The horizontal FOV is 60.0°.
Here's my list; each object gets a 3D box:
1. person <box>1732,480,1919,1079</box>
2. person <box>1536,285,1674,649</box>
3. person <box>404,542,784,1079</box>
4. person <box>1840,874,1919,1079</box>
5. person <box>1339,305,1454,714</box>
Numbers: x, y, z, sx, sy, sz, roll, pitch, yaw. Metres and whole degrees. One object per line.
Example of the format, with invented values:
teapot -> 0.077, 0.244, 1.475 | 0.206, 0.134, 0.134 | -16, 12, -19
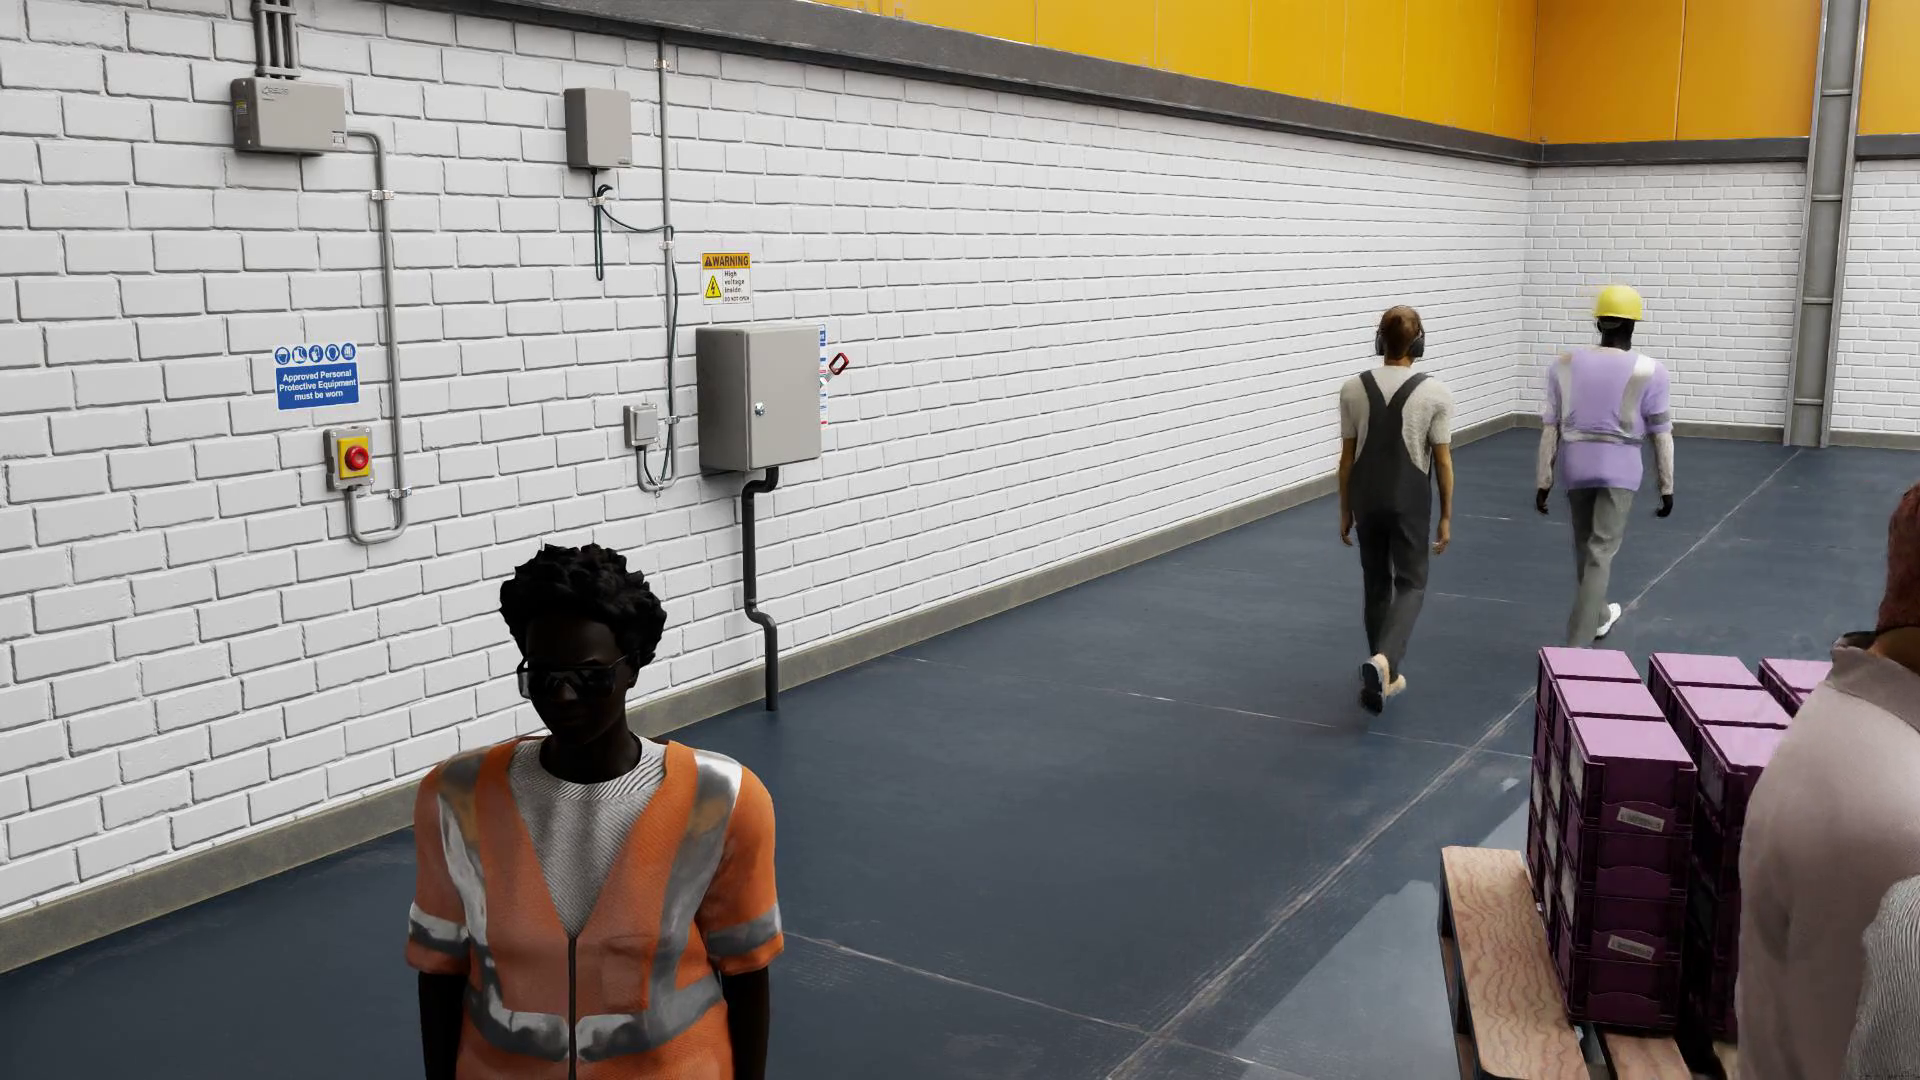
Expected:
person -> 1.055, 0.813, 2.101 | 0.971, 1.860, 0.646 | 7, 12, 34
person -> 3.275, -0.335, 8.394 | 0.617, 1.869, 1.003 | 9, 14, 41
person -> -0.517, 0.836, 2.383 | 0.530, 1.697, 0.321 | 0, 10, -2
person -> 0.864, 0.944, 1.503 | 0.900, 1.815, 0.582 | 1, 10, 6
person -> 1.901, -0.122, 7.373 | 0.515, 1.823, 0.741 | 6, 12, 30
